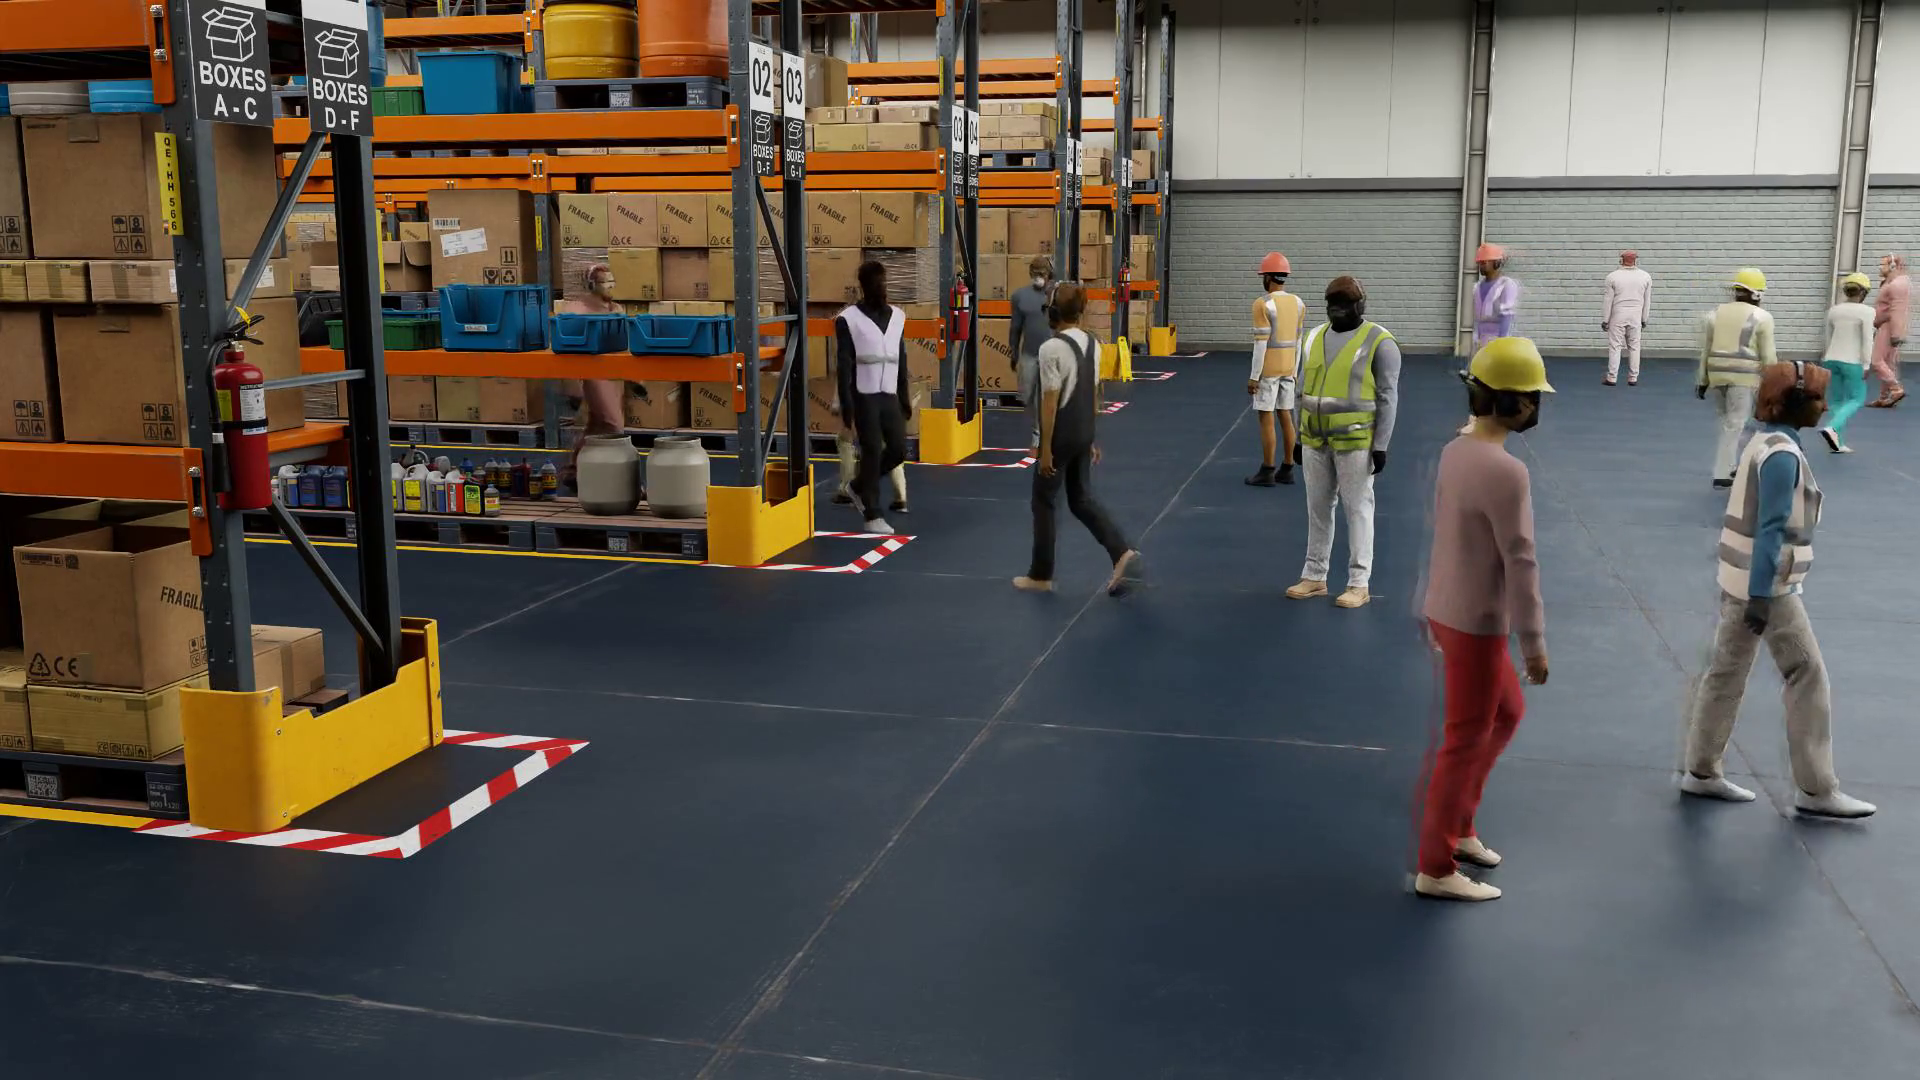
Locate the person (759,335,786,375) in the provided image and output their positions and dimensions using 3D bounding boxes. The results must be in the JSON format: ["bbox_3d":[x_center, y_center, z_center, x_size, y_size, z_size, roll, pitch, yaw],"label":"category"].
[{"bbox_3d":[-2.103,-2.121,18.077,0.452,1.825,0.638,4,11,20],"label":"person"}]

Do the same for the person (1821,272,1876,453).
[{"bbox_3d":[8.431,-1.678,15.871,0.570,1.742,0.540,-5,11,-25],"label":"person"}]

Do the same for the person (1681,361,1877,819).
[{"bbox_3d":[2.974,0.180,5.903,0.724,1.607,0.551,3,11,17],"label":"person"}]

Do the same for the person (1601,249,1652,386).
[{"bbox_3d":[9.332,-3.111,23.349,0.641,1.908,0.407,1,10,3],"label":"person"}]

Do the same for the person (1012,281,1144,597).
[{"bbox_3d":[0.661,-0.555,9.443,0.803,1.822,0.517,9,14,42],"label":"person"}]

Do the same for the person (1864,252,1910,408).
[{"bbox_3d":[11.245,-2.534,20.204,0.415,1.894,0.661,5,11,25],"label":"person"}]

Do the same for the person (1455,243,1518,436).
[{"bbox_3d":[5.609,-2.089,17.385,0.836,2.022,0.607,-5,12,-27],"label":"person"}]

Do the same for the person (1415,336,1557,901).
[{"bbox_3d":[1.630,0.259,5.101,0.482,1.752,0.541,0,10,0],"label":"person"}]

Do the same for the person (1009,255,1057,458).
[{"bbox_3d":[0.788,-1.739,15.761,0.648,1.909,0.598,3,11,18],"label":"person"}]

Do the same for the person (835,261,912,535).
[{"bbox_3d":[-0.623,-1.000,11.665,0.530,1.902,0.622,10,14,44],"label":"person"}]

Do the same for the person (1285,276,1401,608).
[{"bbox_3d":[2.124,-0.549,9.331,0.429,1.841,0.633,-10,14,-43],"label":"person"}]

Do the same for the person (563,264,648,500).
[{"bbox_3d":[-2.836,-1.254,13.189,0.985,1.867,0.636,4,11,19],"label":"person"}]

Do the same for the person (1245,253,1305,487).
[{"bbox_3d":[2.594,-1.410,13.836,0.551,1.935,0.371,-7,13,-36],"label":"person"}]

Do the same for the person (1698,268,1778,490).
[{"bbox_3d":[6.454,-1.319,13.689,0.736,1.802,0.622,-6,12,-29],"label":"person"}]

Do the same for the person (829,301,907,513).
[{"bbox_3d":[-0.738,-0.999,12.533,0.515,1.575,0.791,-10,14,-44],"label":"person"}]
